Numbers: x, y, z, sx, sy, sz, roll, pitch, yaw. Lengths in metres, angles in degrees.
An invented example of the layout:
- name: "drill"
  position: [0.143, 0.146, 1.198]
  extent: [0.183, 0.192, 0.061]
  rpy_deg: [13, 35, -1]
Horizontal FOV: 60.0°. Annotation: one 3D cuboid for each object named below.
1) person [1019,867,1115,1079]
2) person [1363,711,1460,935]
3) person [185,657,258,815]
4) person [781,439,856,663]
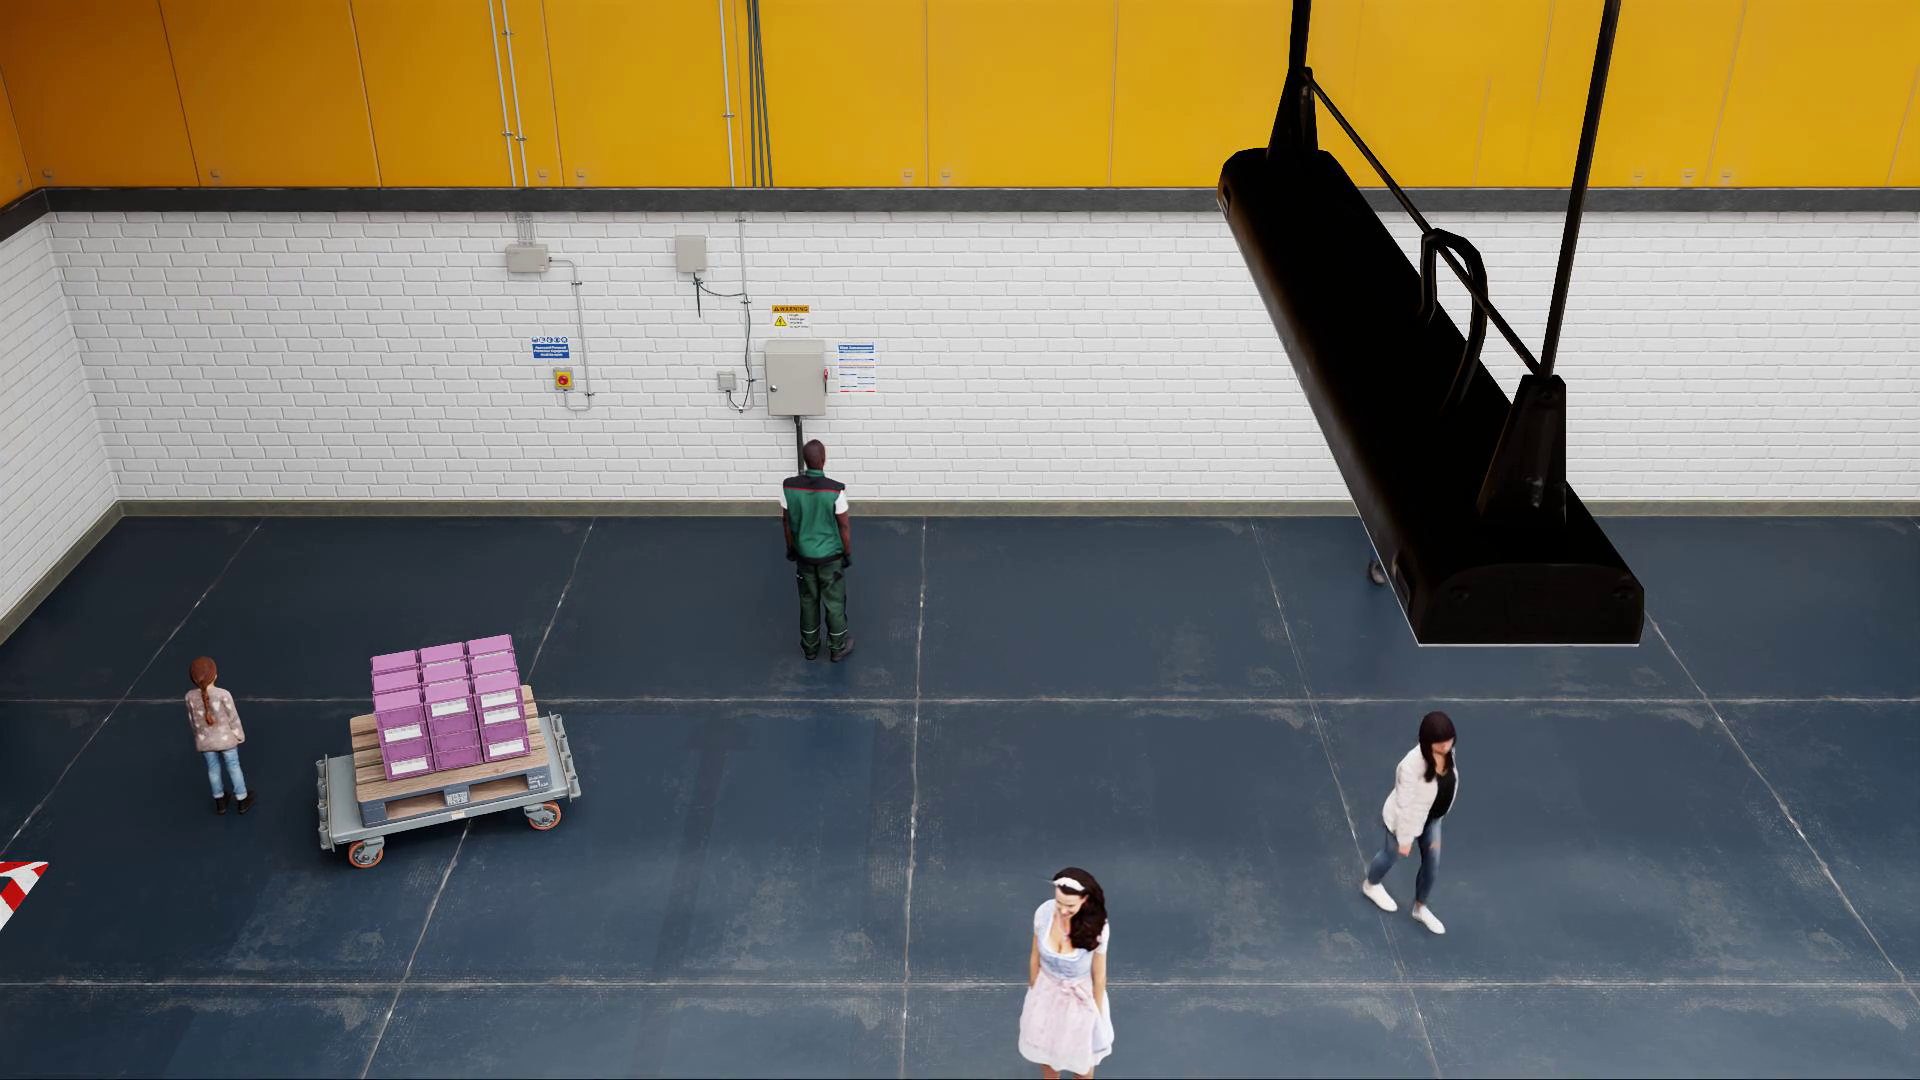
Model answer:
- name: "person"
  position: [0.546, 2.373, 8.504]
  extent: [0.815, 1.805, 0.858]
  rpy_deg: [13, 31, 22]
- name: "person"
  position: [2.710, 1.626, 10.086]
  extent: [0.869, 1.601, 0.965]
  rpy_deg: [-22, 35, -34]
- name: "person"
  position: [-4.963, 1.308, 11.093]
  extent: [0.492, 1.195, 0.491]
  rpy_deg: [-3, 29, -6]
- name: "person"
  position: [-1.072, 0.089, 12.654]
  extent: [0.741, 1.840, 0.689]
  rpy_deg: [7, 29, 12]
